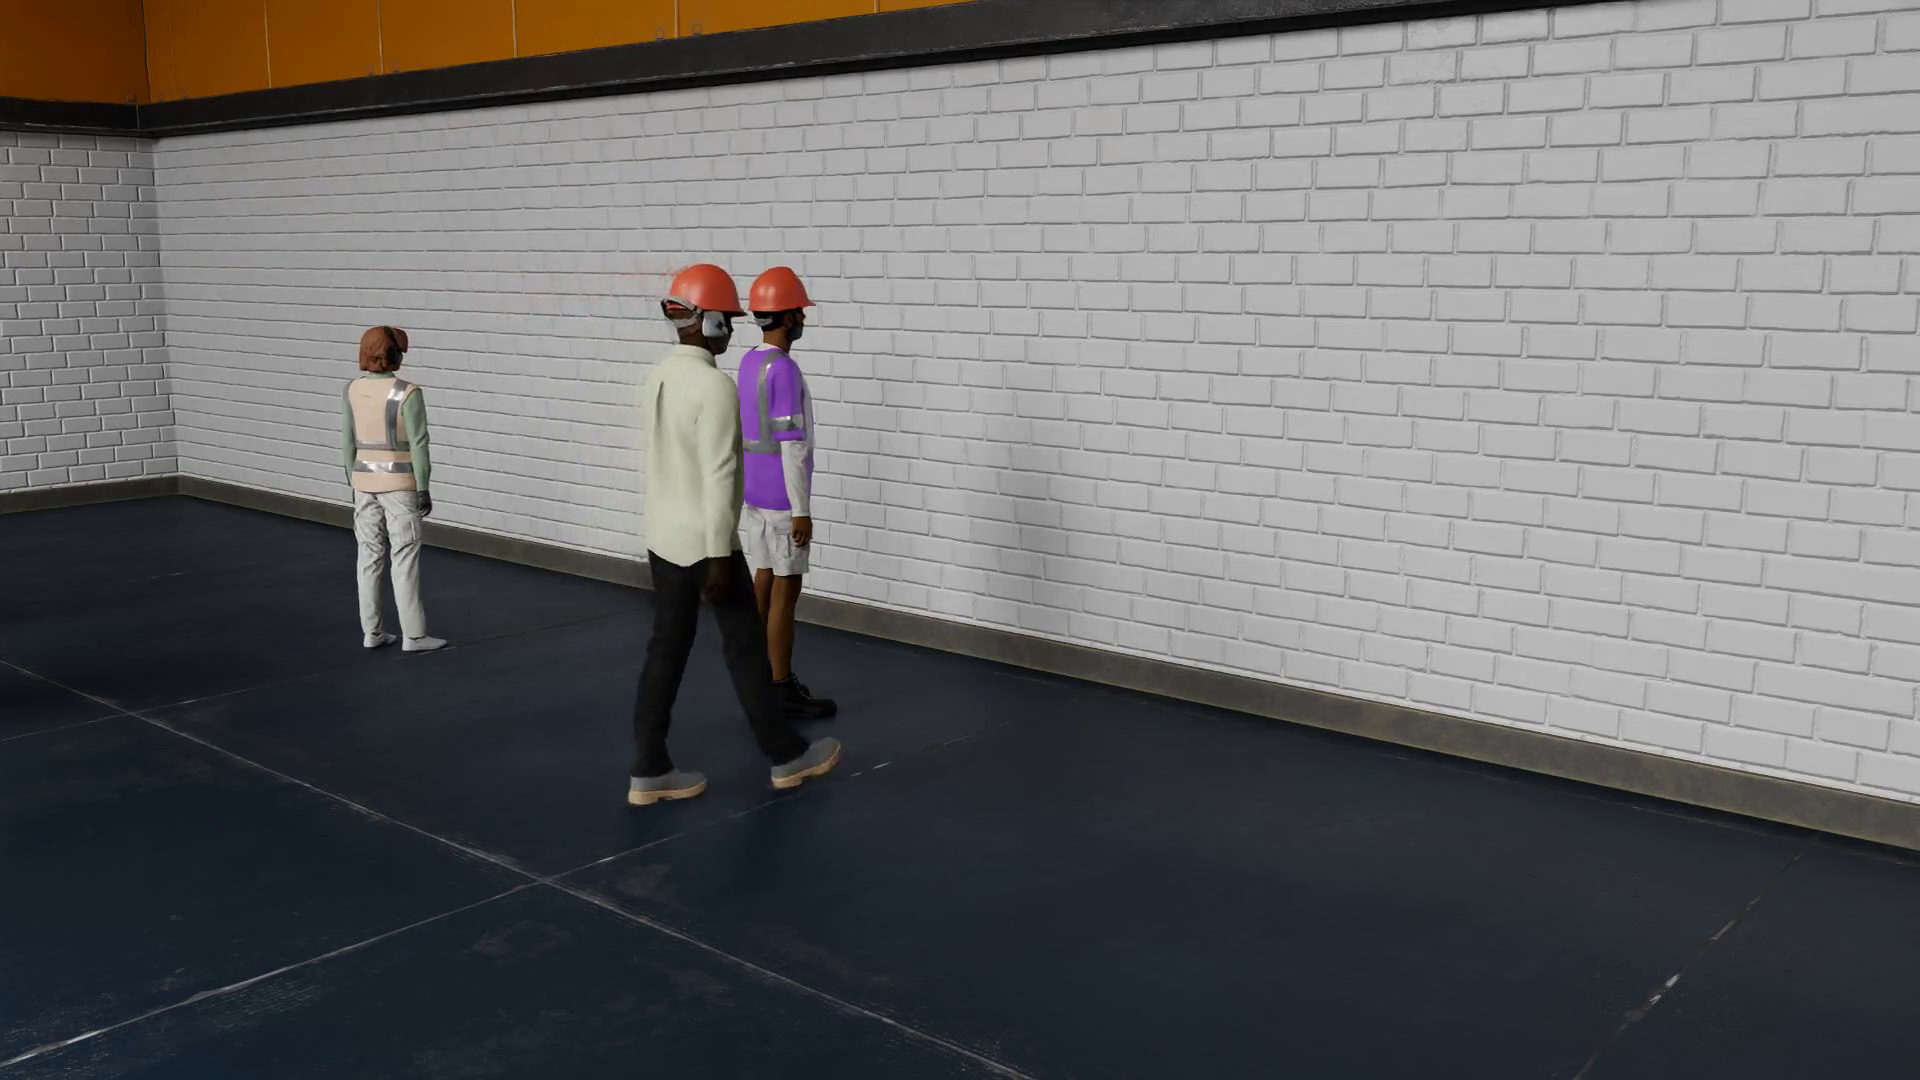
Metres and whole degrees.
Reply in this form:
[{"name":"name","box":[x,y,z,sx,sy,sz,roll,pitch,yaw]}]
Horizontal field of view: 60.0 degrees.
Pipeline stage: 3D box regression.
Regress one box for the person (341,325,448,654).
[{"name":"person","box":[-2.859,-0.247,8.324,0.515,1.640,0.315,4,11,23]}]

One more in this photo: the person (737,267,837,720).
[{"name":"person","box":[-0.765,-0.196,7.178,0.345,1.942,0.551,-5,11,-27]}]

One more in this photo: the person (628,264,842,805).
[{"name":"person","box":[-0.894,-0.016,6.105,0.757,1.970,0.643,-8,13,-38]}]
